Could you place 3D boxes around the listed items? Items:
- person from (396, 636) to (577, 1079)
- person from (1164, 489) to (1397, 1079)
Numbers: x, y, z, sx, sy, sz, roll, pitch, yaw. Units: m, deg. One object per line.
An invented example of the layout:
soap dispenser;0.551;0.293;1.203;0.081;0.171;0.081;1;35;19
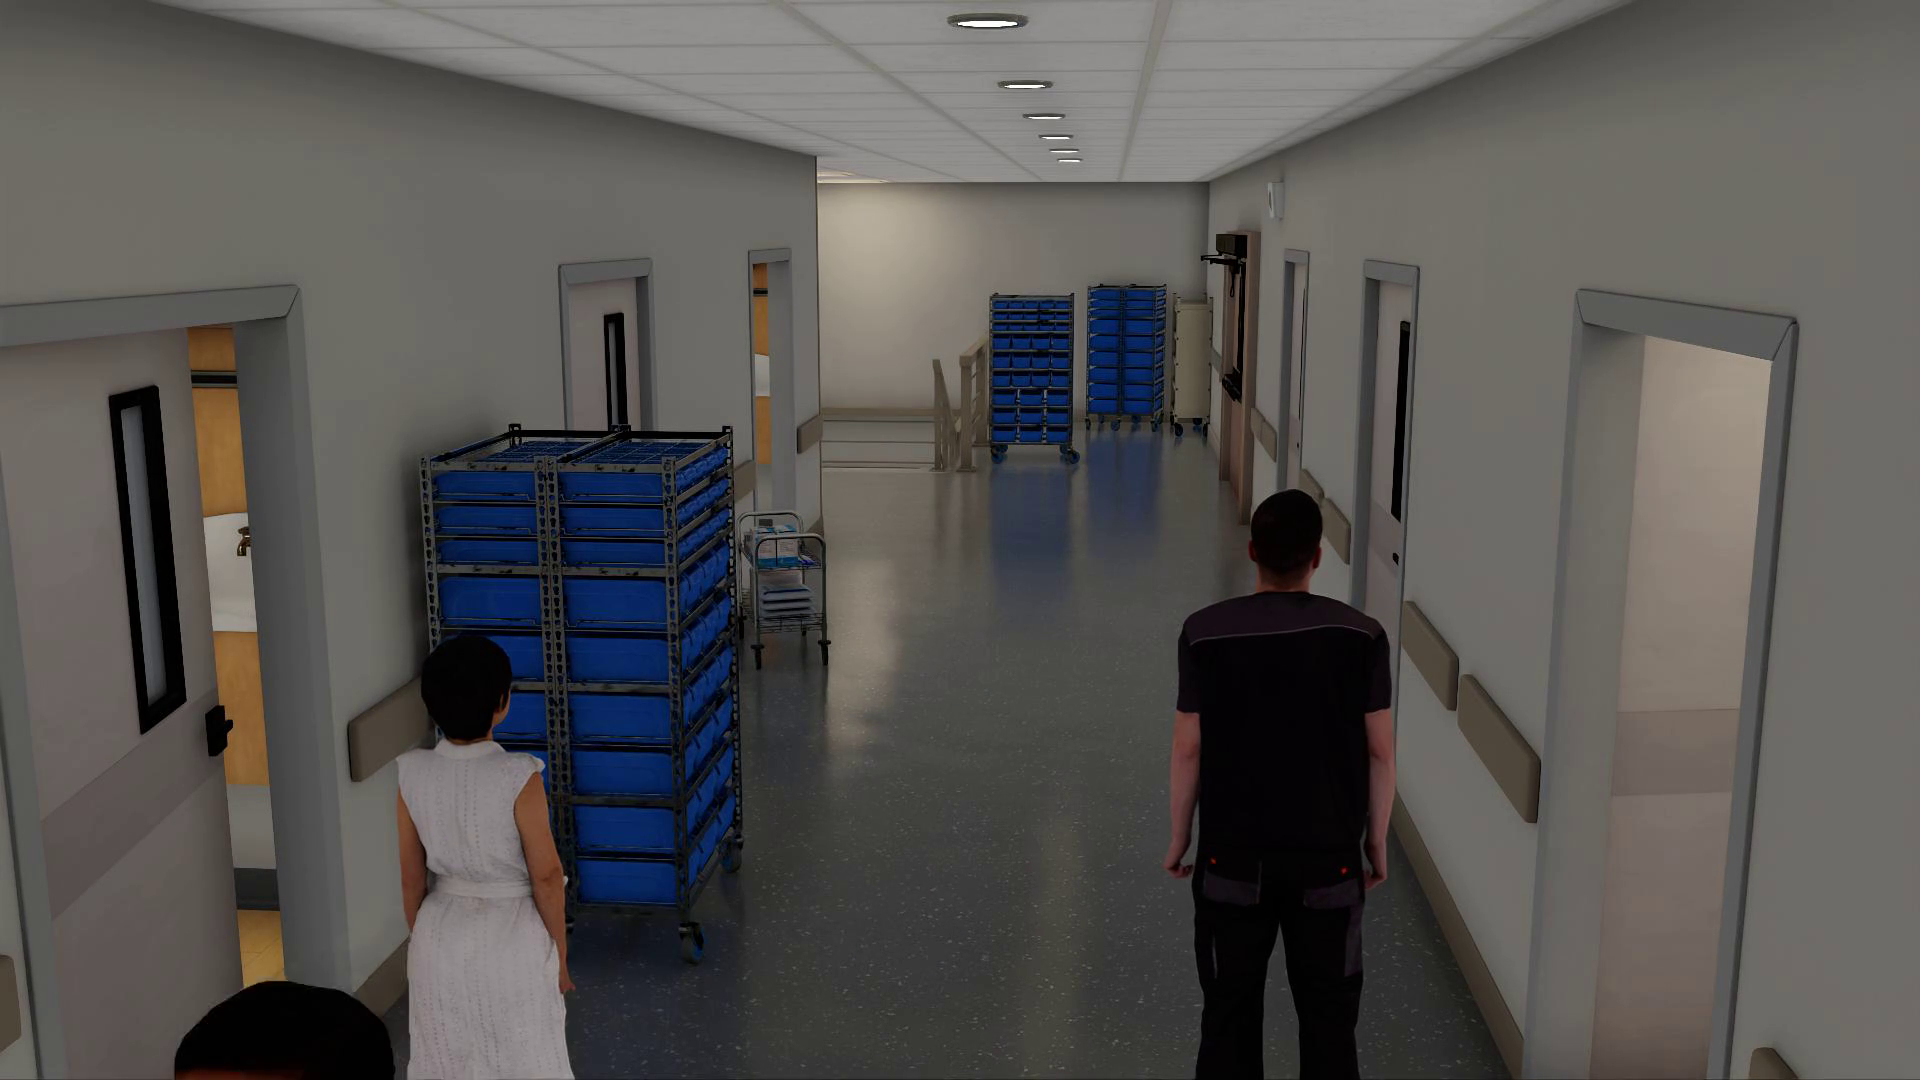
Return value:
person;-1.110;0.980;3.905;0.558;1.556;0.520;2;11;8
person;0.801;0.783;4.168;0.746;1.845;0.626;2;11;13
